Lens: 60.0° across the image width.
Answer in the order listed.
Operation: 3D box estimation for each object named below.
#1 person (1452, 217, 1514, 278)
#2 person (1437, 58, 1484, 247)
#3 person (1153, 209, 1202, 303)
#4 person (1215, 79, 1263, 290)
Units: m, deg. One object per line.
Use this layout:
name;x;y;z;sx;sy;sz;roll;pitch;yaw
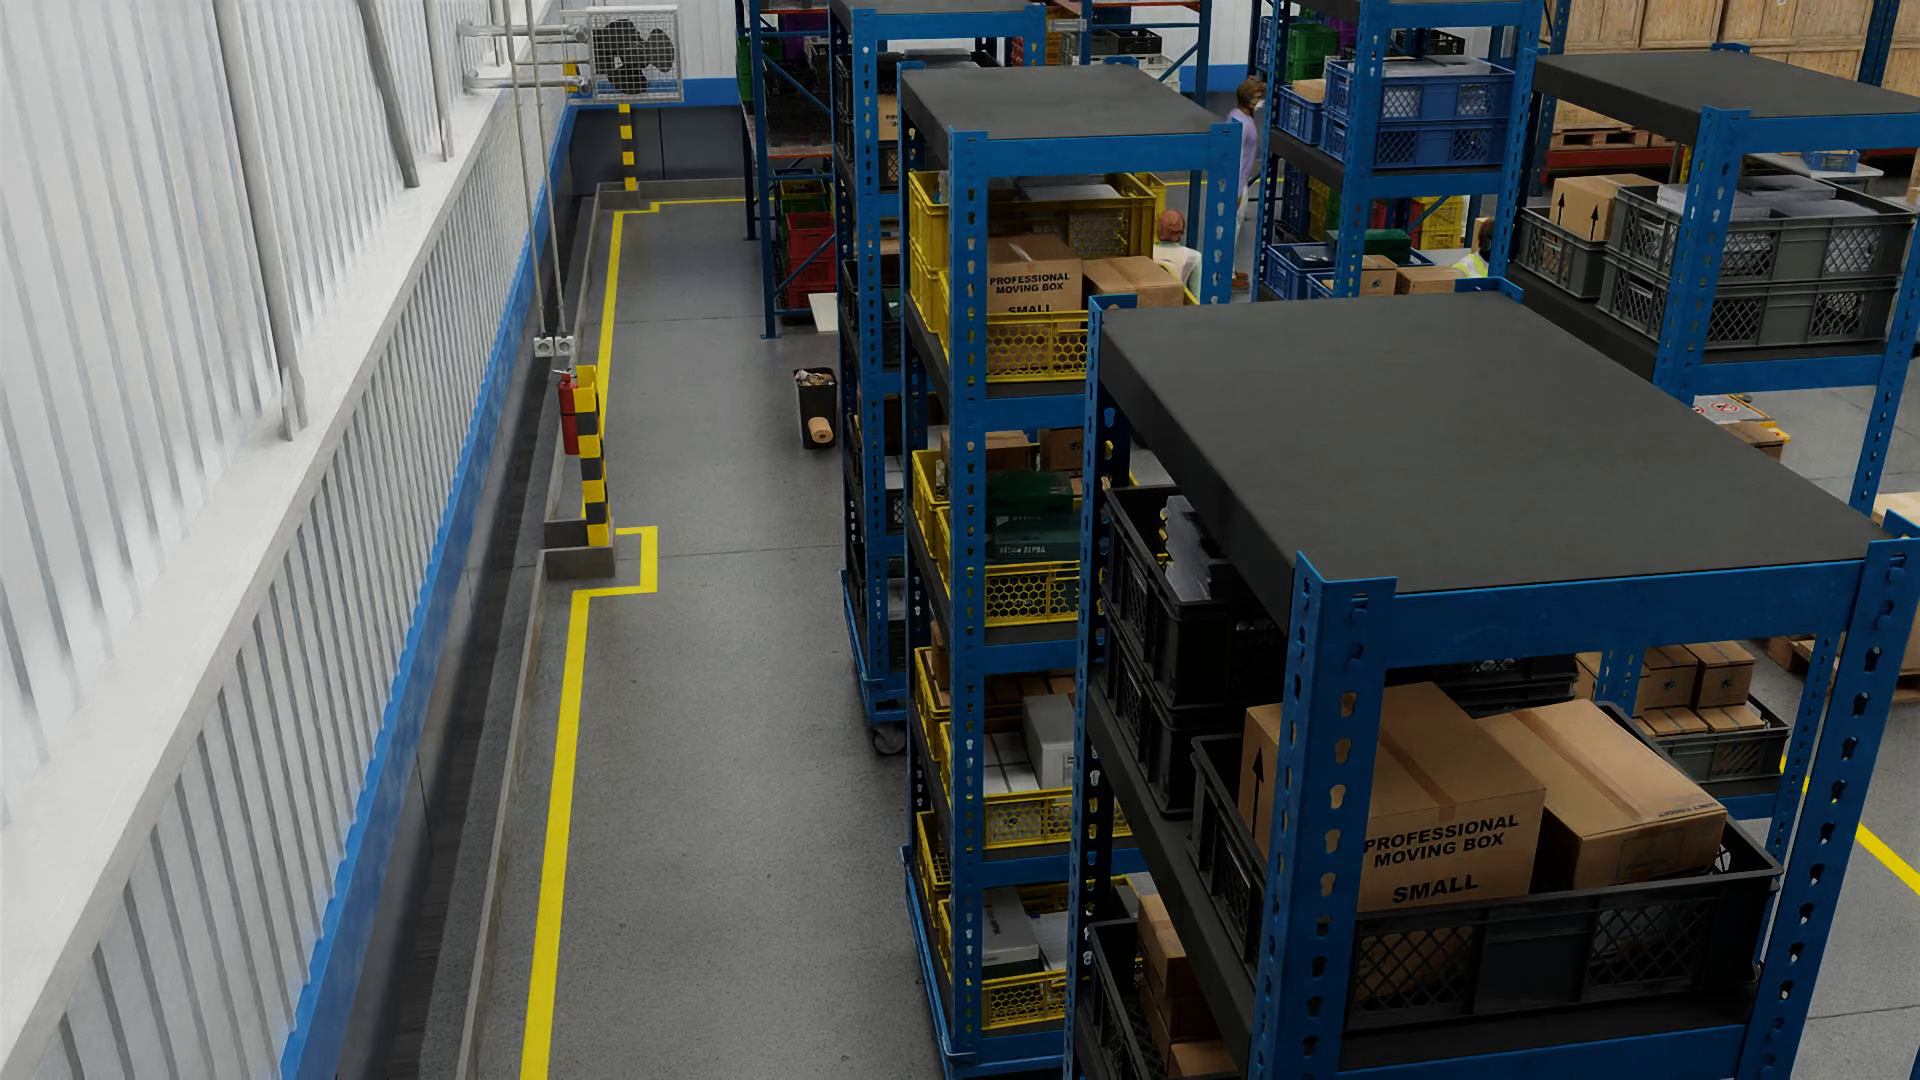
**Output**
person;3.478;-1.243;11.100;0.625;1.846;0.429;-13;28;-27
person;5.129;-3.939;16.910;0.356;1.886;0.574;1;25;2
person;1.486;-1.592;12.108;0.527;1.631;0.319;2;25;3
person;2.579;-3.304;15.479;0.376;1.933;0.635;4;25;9
